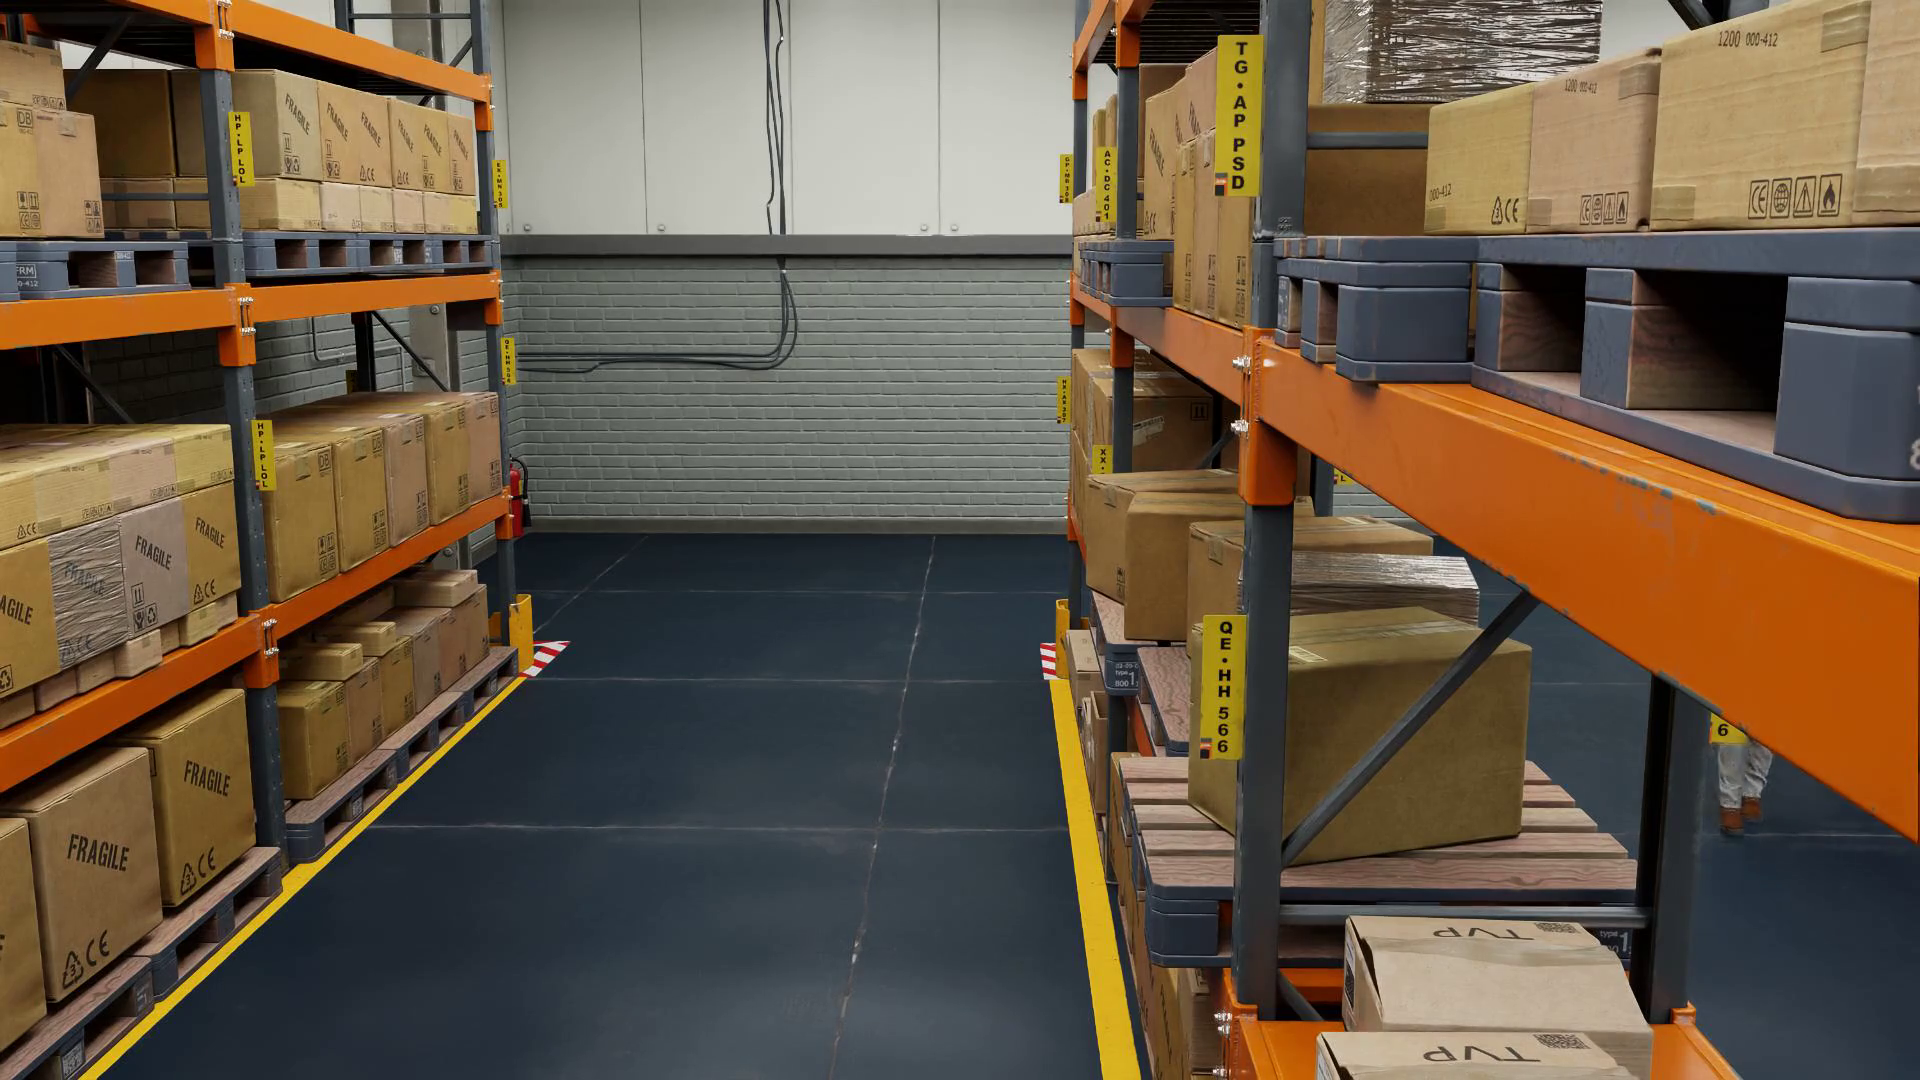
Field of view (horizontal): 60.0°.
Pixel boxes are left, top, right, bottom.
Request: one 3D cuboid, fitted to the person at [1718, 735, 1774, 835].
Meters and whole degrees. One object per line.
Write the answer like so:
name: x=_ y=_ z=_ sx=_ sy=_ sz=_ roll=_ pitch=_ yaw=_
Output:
person: x=4.165 y=0.574 z=8.543 sx=0.637 sy=1.913 sz=0.746 roll=2 pitch=10 yaw=13
